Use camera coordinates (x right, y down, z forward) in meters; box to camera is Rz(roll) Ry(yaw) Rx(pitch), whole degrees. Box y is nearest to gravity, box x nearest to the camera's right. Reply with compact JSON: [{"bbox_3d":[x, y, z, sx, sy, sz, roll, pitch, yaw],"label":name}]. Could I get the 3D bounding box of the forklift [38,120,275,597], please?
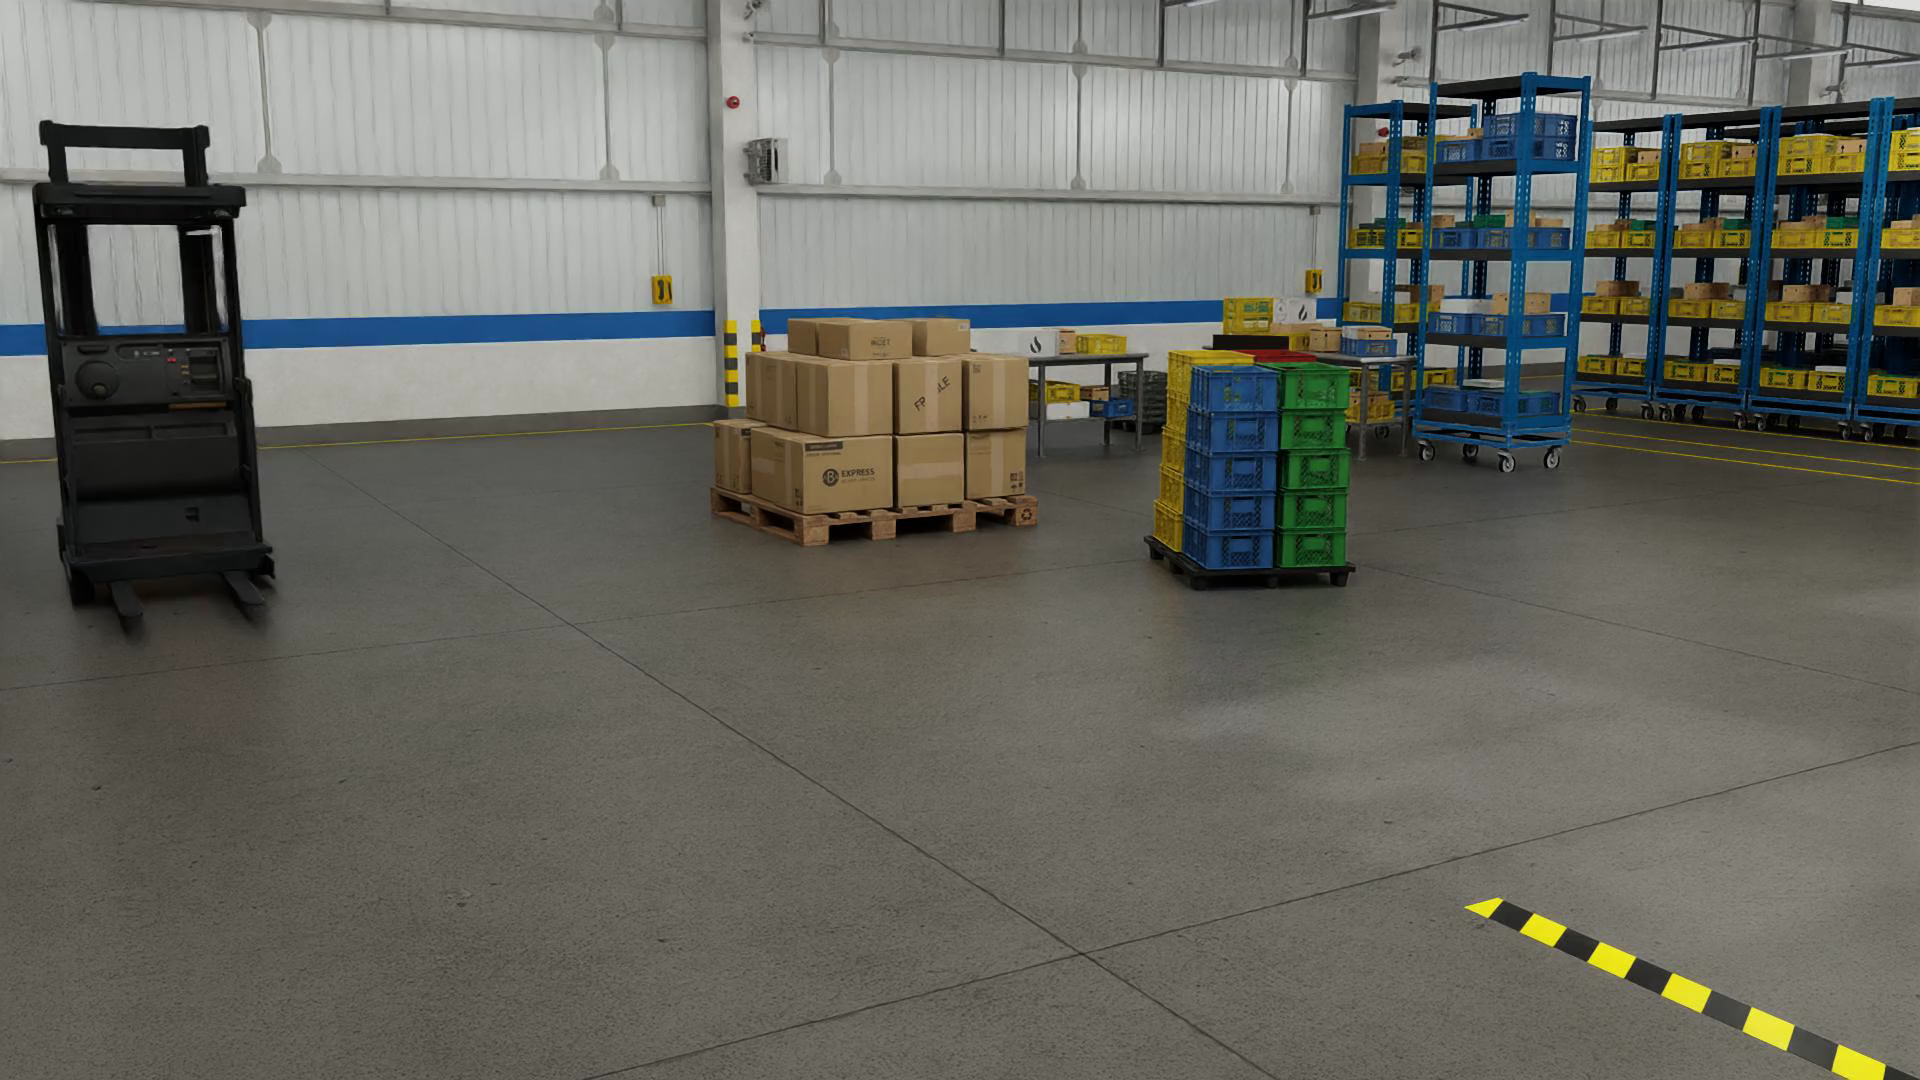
[{"bbox_3d":[-5.165,-1.208,10.512,1.129,2.768,1.873,-6,12,-30],"label":"forklift"}]
